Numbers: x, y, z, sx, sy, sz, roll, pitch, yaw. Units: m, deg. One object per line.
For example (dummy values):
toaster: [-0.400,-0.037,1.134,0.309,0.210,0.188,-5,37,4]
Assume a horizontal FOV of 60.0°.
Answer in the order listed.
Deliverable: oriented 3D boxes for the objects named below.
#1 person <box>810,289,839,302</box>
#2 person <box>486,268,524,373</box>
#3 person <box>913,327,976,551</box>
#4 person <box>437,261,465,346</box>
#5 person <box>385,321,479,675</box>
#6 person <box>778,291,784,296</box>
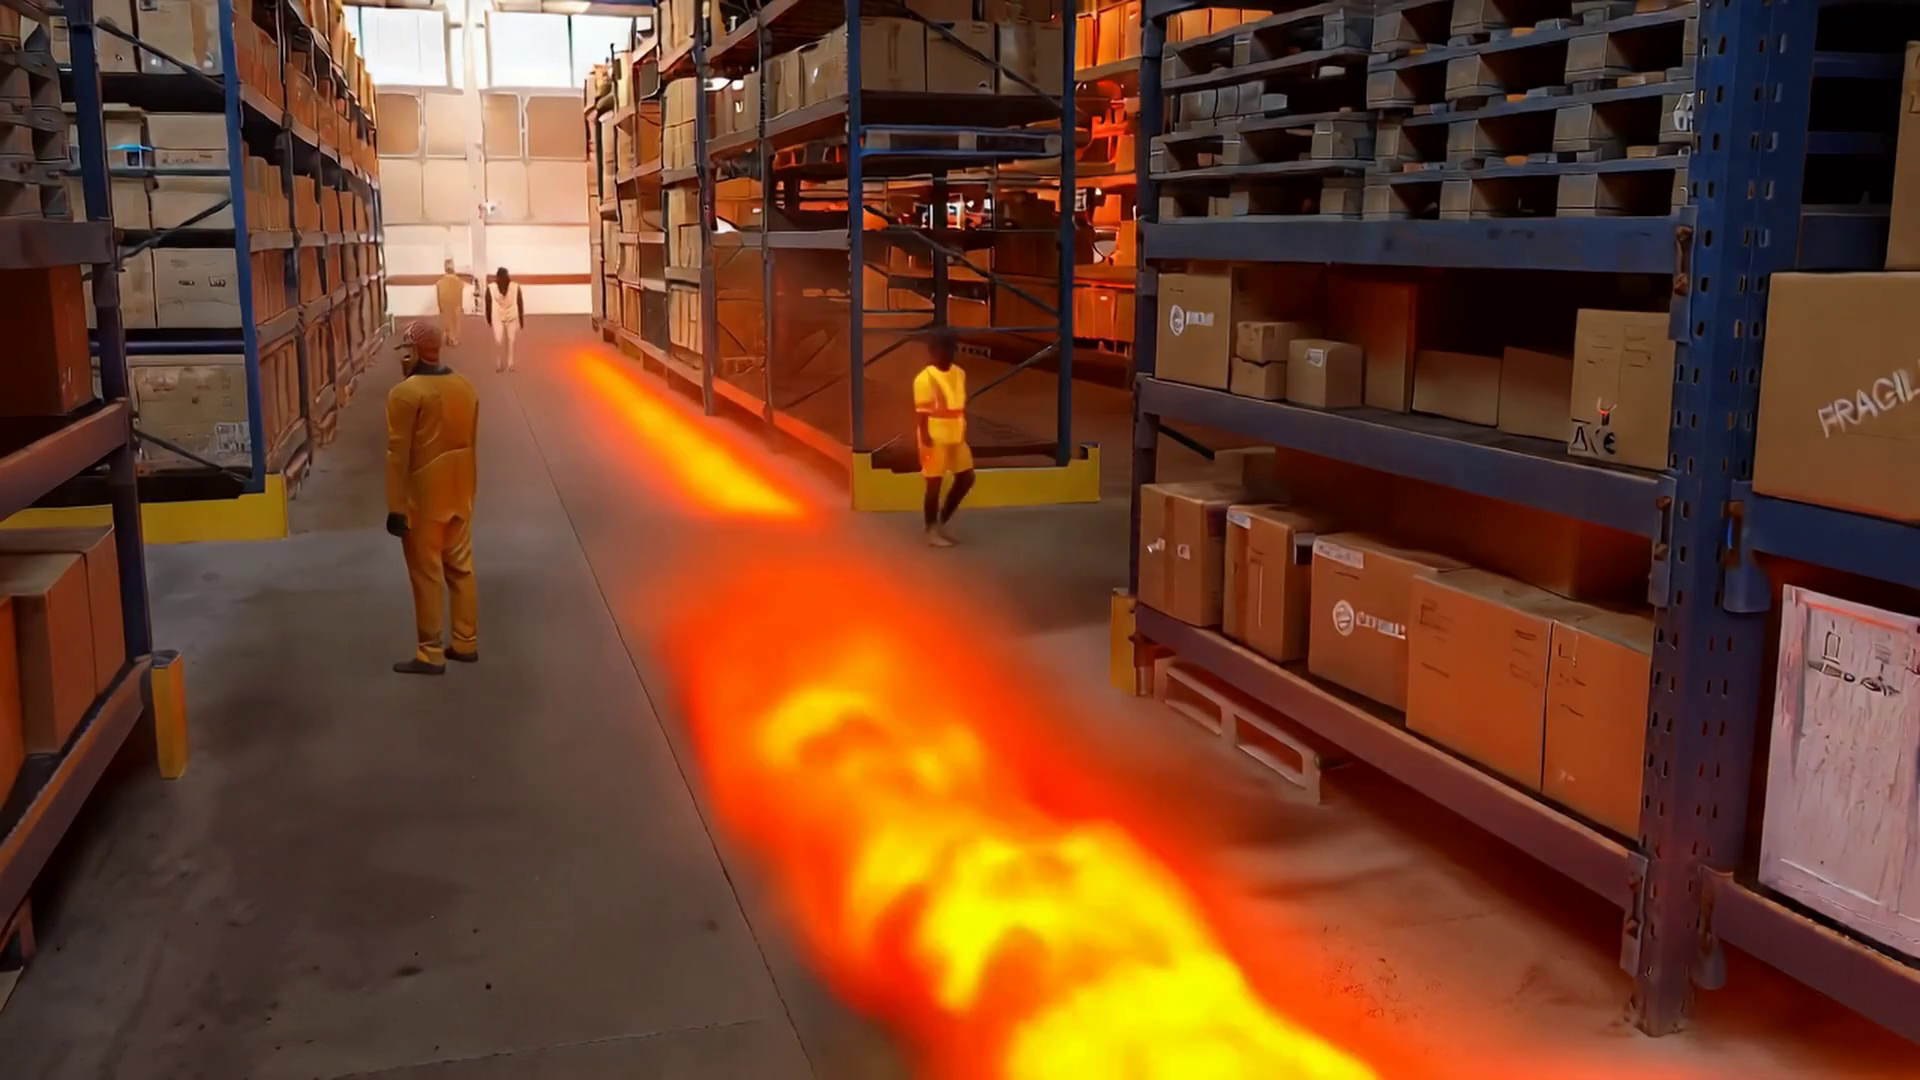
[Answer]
person: [-2.304,-3.694,28.377,0.523,1.769,0.309,-4,11,-19]
person: [-7.900,-3.814,28.899,0.637,1.804,0.866,-2,11,-11]
person: [-0.119,-0.751,12.456,0.377,1.679,0.557,9,14,41]
person: [-10.944,-5.072,35.779,0.594,1.821,0.414,-5,11,-25]
person: [-2.877,-0.227,9.017,0.400,1.901,0.642,4,11,20]
person: [-4.601,-6.355,43.075,0.792,1.718,0.565,-5,12,-27]
